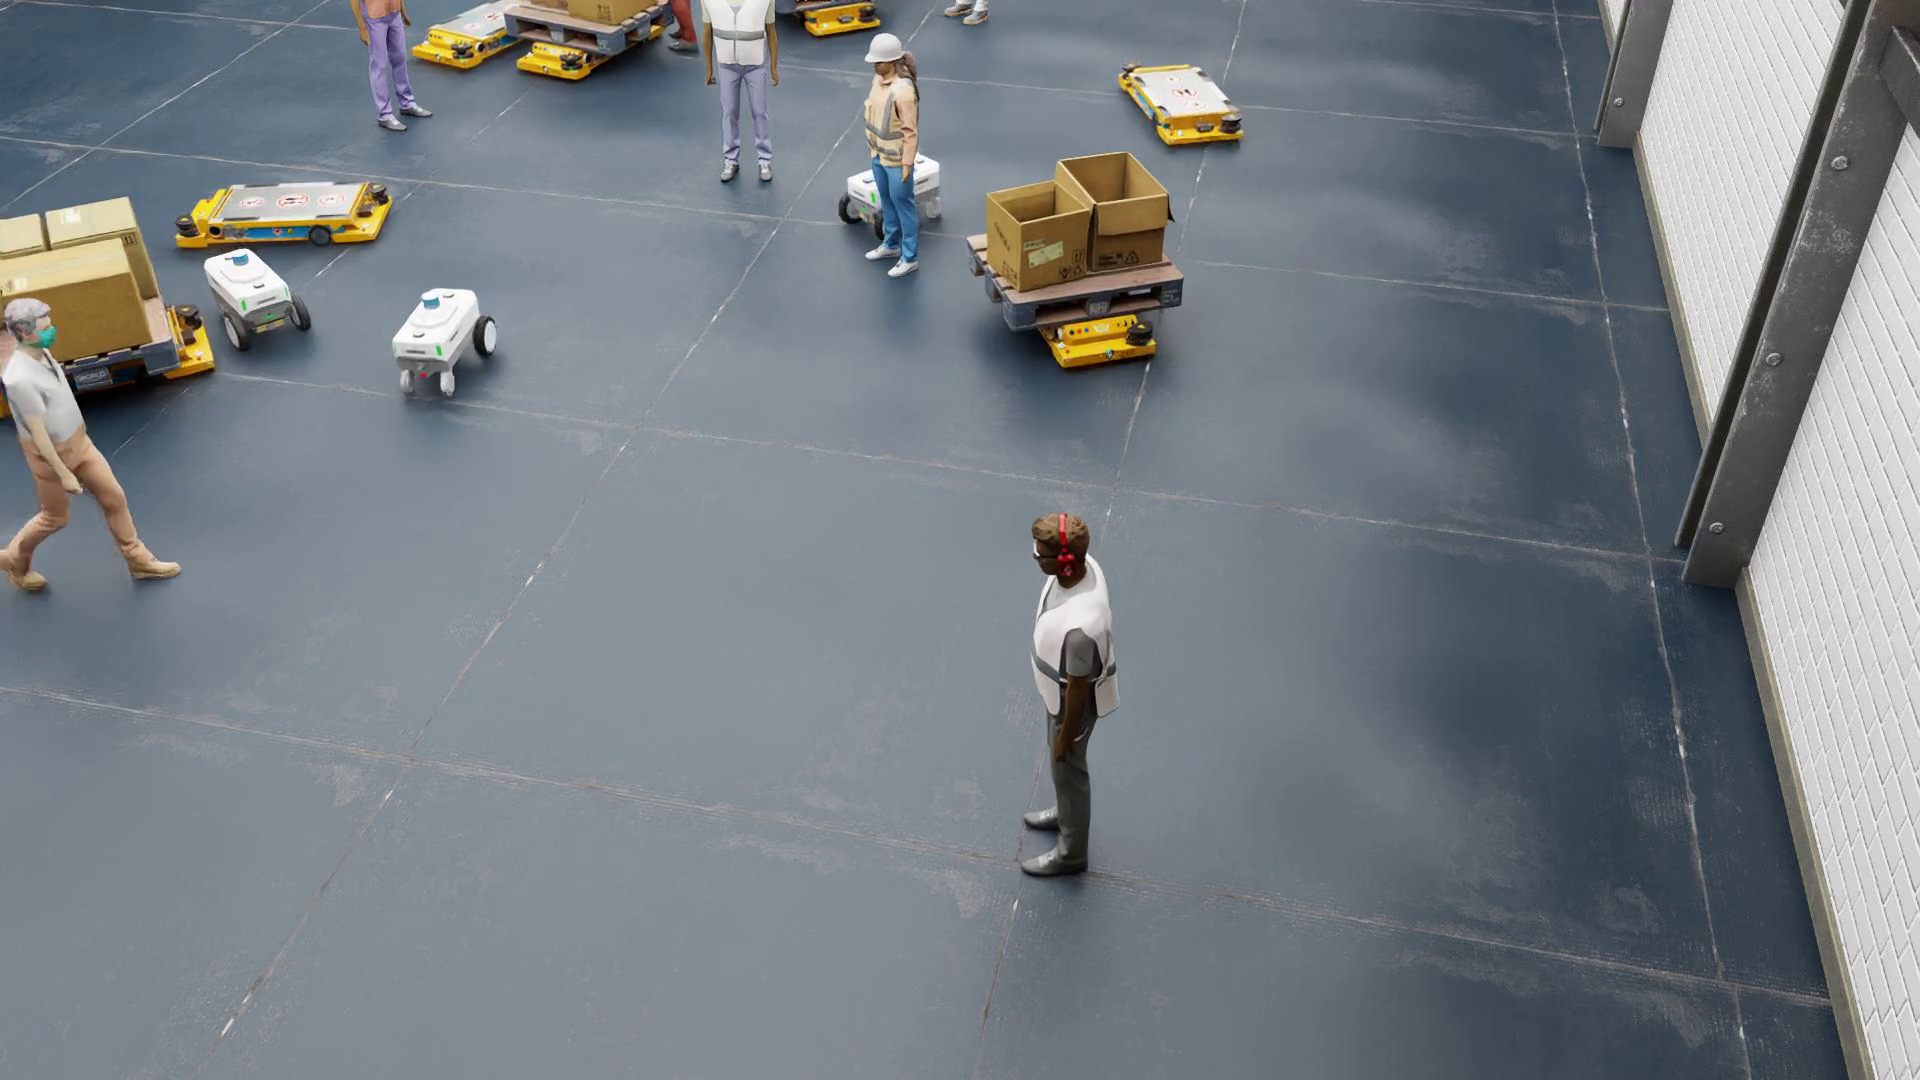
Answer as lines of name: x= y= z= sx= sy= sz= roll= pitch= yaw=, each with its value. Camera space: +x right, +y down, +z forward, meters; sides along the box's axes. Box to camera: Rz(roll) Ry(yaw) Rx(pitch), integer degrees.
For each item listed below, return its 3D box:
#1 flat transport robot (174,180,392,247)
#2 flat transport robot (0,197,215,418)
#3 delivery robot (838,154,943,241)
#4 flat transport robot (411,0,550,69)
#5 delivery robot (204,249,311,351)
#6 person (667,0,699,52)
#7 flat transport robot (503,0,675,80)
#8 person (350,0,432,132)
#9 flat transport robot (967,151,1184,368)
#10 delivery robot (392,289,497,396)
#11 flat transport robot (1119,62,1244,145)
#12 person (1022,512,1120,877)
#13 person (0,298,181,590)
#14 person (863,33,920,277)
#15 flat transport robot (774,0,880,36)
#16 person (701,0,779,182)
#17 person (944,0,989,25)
flat transport robot: x=-5.065 y=-2.442 z=12.487 sx=1.431 sy=0.231 sz=0.659 roll=-3 pitch=37 yaw=-3
flat transport robot: x=-5.639 y=-1.161 z=10.772 sx=1.431 sy=0.231 sz=0.659 roll=-17 pitch=40 yaw=-22
delivery robot: x=-0.510 y=-2.610 z=12.482 sx=0.794 sy=0.606 sz=0.499 roll=-29 pitch=46 yaw=-33
flat transport robot: x=-4.404 y=-4.791 z=15.630 sx=0.659 sy=0.231 sz=1.431 roll=19 pitch=41 yaw=23
delivery robot: x=-4.778 y=-1.660 z=11.206 sx=0.499 sy=0.600 sz=0.802 roll=-27 pitch=44 yaw=-31
person: x=-2.636 y=-5.402 z=15.129 sx=0.522 sy=1.848 sz=0.544 roll=16 pitch=40 yaw=21
flat transport robot: x=-3.404 y=-4.629 z=15.413 sx=0.659 sy=0.231 sz=1.431 roll=16 pitch=40 yaw=21
person: x=-4.773 y=-4.304 z=13.670 sx=0.375 sy=1.835 sz=0.566 roll=14 pitch=39 yaw=18
flat transport robot: x=0.780 y=-1.645 z=11.420 sx=0.659 sy=0.231 sz=1.431 roll=-10 pitch=38 yaw=-14
delivery robot: x=-3.364 y=-1.331 z=10.766 sx=0.499 sy=0.601 sz=0.775 roll=4 pitch=37 yaw=5
flat transport robot: x=1.881 y=-3.762 z=14.253 sx=0.659 sy=0.231 sz=1.431 roll=-7 pitch=37 yaw=-10
person: x=0.474 y=0.655 z=7.040 sx=0.394 sy=1.833 sz=0.566 roll=-1 pitch=37 yaw=-1
person: x=-4.750 y=-0.458 z=8.631 sx=0.850 sy=1.707 sz=0.485 roll=-1 pitch=37 yaw=-2
person: x=-0.464 y=-2.688 z=11.597 sx=0.376 sy=1.727 sz=0.496 roll=-20 pitch=41 yaw=-25
flat transport robot: x=-1.361 y=-5.279 z=16.283 sx=0.659 sy=0.231 sz=1.431 roll=-16 pitch=40 yaw=-20
person: x=-1.677 y=-3.670 z=12.812 sx=0.566 sy=1.843 sz=0.374 roll=0 pitch=37 yaw=0
person: x=0.101 y=-5.841 z=15.688 sx=0.361 sy=1.882 sz=0.574 roll=-23 pitch=42 yaw=-27
